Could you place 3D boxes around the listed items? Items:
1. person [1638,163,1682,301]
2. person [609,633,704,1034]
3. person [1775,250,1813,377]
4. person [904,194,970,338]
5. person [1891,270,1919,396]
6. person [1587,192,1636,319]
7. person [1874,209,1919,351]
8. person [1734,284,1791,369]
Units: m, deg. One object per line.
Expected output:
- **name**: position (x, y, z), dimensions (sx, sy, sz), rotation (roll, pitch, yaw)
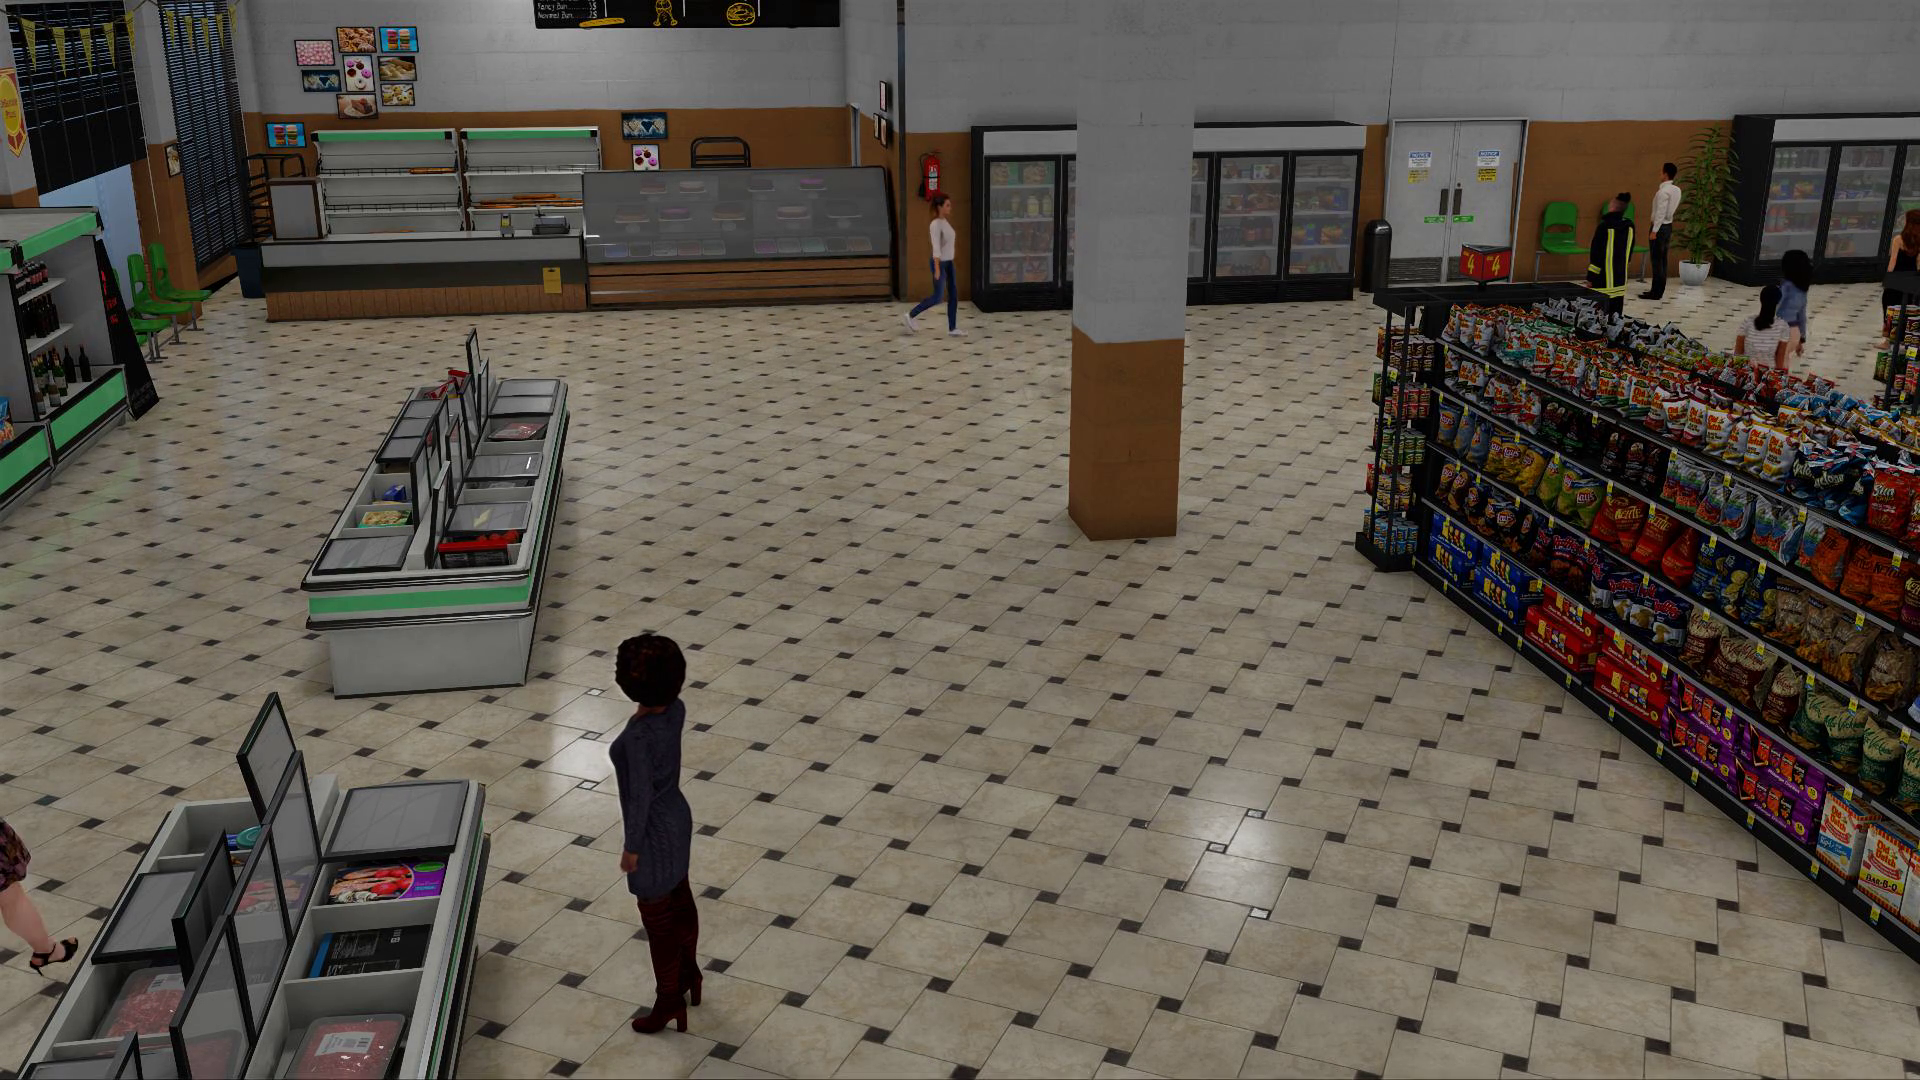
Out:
- **person**: position (9.444, -4.154, 22.373), dimensions (0.780, 1.811, 0.737), rotation (15, 23, 37)
- **person**: position (-1.213, 1.181, 6.709), dimensions (0.711, 1.710, 0.585), rotation (5, 19, 13)
- **person**: position (7.725, -1.782, 15.439), dimensions (0.891, 1.746, 1.075), rotation (-14, 23, -35)
- **person**: position (-0.297, -3.256, 19.891), dimensions (1.001, 1.696, 1.056), rotation (7, 20, 20)
- **person**: position (8.877, -1.689, 15.408), dimensions (0.814, 1.591, 0.916), rotation (-13, 23, -34)
- **person**: position (7.432, -3.060, 19.062), dimensions (0.825, 1.853, 0.791), rotation (-9, 21, -24)
- **person**: position (10.931, -3.017, 19.294), dimensions (0.567, 1.624, 0.547), rotation (-3, 19, -10)
- **person**: position (6.906, -1.375, 14.420), dimensions (0.872, 1.626, 1.024), rotation (7, 20, 21)
